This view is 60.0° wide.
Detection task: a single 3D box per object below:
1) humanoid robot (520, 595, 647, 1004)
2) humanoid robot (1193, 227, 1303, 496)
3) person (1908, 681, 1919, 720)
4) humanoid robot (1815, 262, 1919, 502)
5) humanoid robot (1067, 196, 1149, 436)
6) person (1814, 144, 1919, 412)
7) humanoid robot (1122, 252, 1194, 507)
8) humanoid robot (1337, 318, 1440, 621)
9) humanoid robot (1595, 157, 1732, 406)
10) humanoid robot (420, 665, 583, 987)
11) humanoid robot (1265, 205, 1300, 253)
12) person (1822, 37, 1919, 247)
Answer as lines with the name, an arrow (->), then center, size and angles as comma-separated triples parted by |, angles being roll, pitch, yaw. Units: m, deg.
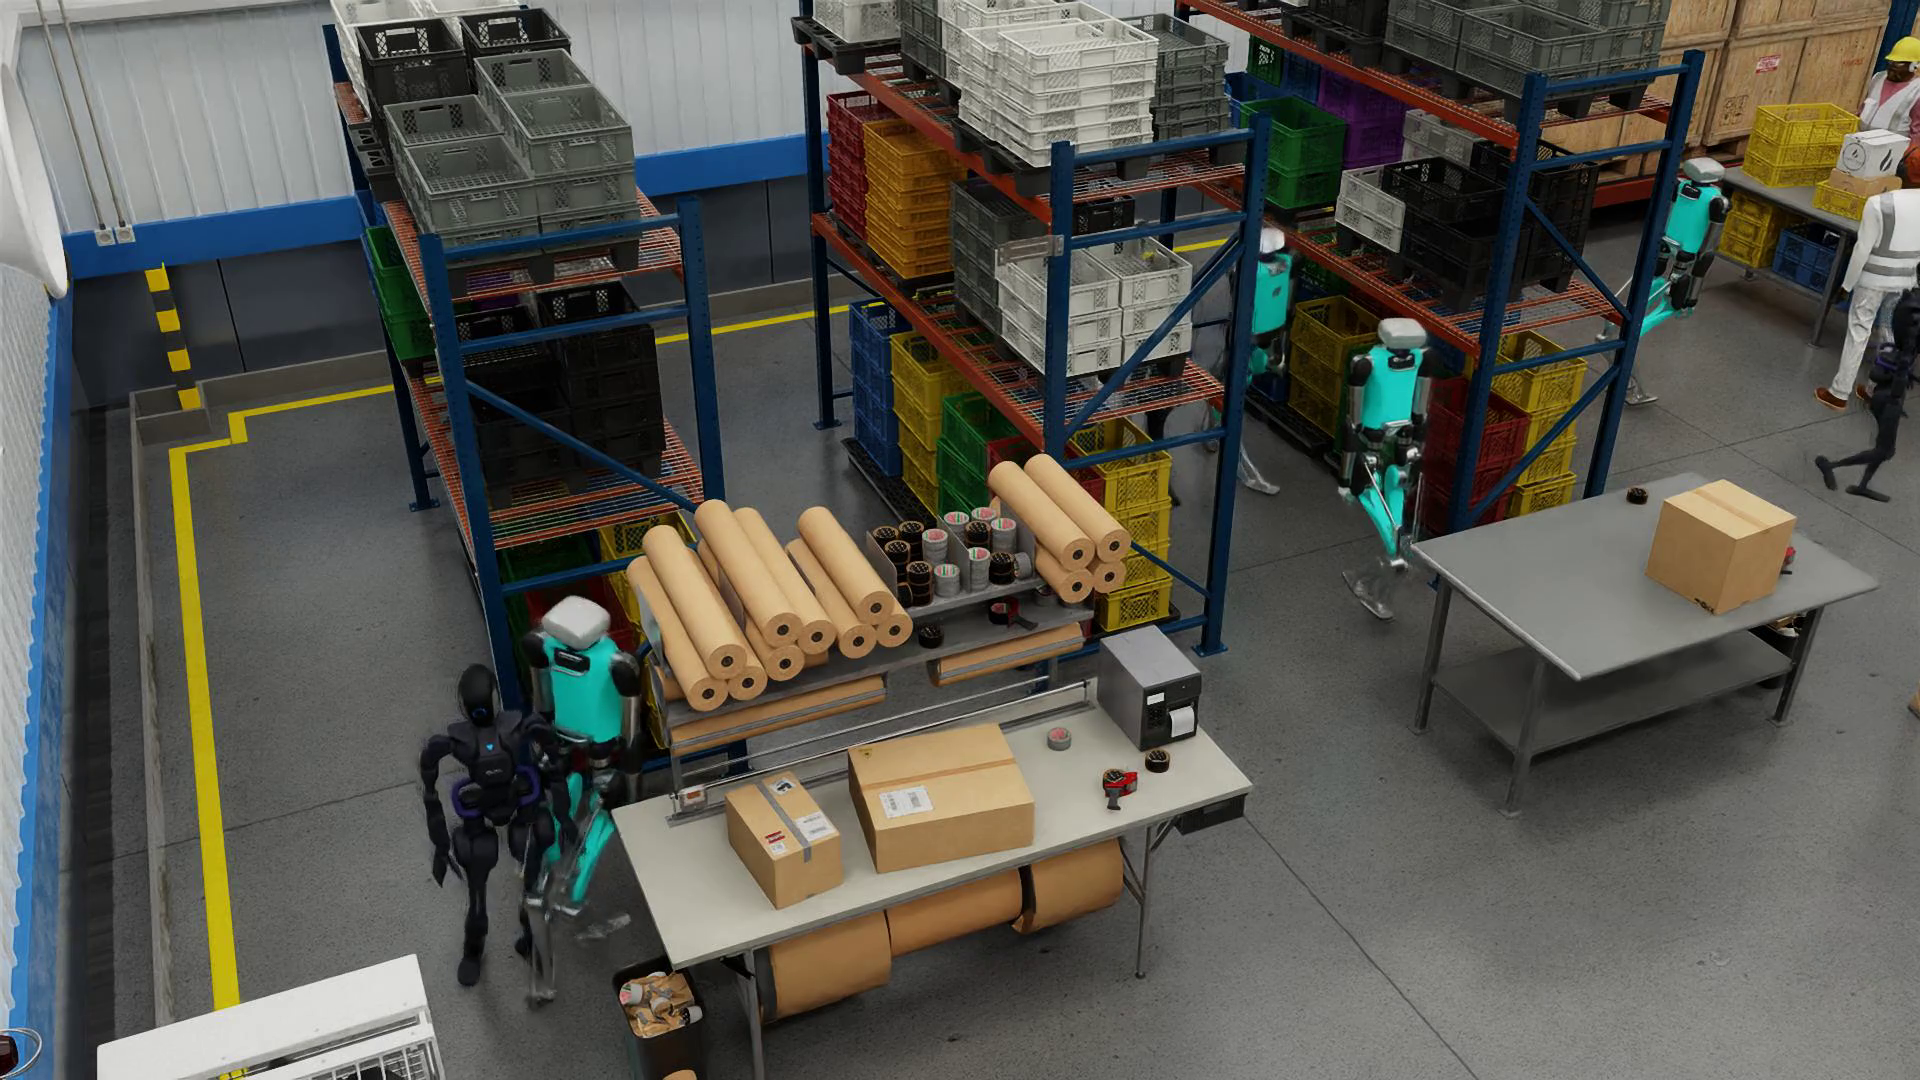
humanoid robot -> -1.621, 1.169, 6.746 | 0.551, 1.844, 0.818 | 12, 34, 18
humanoid robot -> 1.741, -1.194, 10.602 | 0.559, 1.792, 1.079 | -19, 36, -28
person -> 5.187, 0.077, 8.169 | 0.601, 2.035, 0.398 | -10, 33, -15
humanoid robot -> 5.715, -0.999, 10.260 | 0.476, 1.644, 0.611 | 18, 36, 27
humanoid robot -> 0.864, -1.582, 11.151 | 0.534, 1.765, 0.957 | -8, 32, -12
person -> 6.264, -1.754, 11.281 | 0.573, 1.882, 0.361 | 0, 32, -1
humanoid robot -> 1.207, -1.000, 10.268 | 0.505, 1.644, 0.601 | 22, 38, 31
humanoid robot -> 2.370, -0.310, 9.062 | 0.551, 1.756, 0.924 | -11, 33, -17
humanoid robot -> 4.672, -1.725, 11.280 | 0.730, 1.691, 0.531 | -10, 33, -16
humanoid robot -> -1.862, 1.157, 6.759 | 0.610, 1.640, 0.385 | -13, 34, -19
humanoid robot -> 2.386, -2.484, 12.673 | 0.556, 1.644, 0.588 | -3, 32, -6
person -> 7.571, -3.221, 13.708 | 0.404, 1.834, 0.587 | -13, 34, -20
